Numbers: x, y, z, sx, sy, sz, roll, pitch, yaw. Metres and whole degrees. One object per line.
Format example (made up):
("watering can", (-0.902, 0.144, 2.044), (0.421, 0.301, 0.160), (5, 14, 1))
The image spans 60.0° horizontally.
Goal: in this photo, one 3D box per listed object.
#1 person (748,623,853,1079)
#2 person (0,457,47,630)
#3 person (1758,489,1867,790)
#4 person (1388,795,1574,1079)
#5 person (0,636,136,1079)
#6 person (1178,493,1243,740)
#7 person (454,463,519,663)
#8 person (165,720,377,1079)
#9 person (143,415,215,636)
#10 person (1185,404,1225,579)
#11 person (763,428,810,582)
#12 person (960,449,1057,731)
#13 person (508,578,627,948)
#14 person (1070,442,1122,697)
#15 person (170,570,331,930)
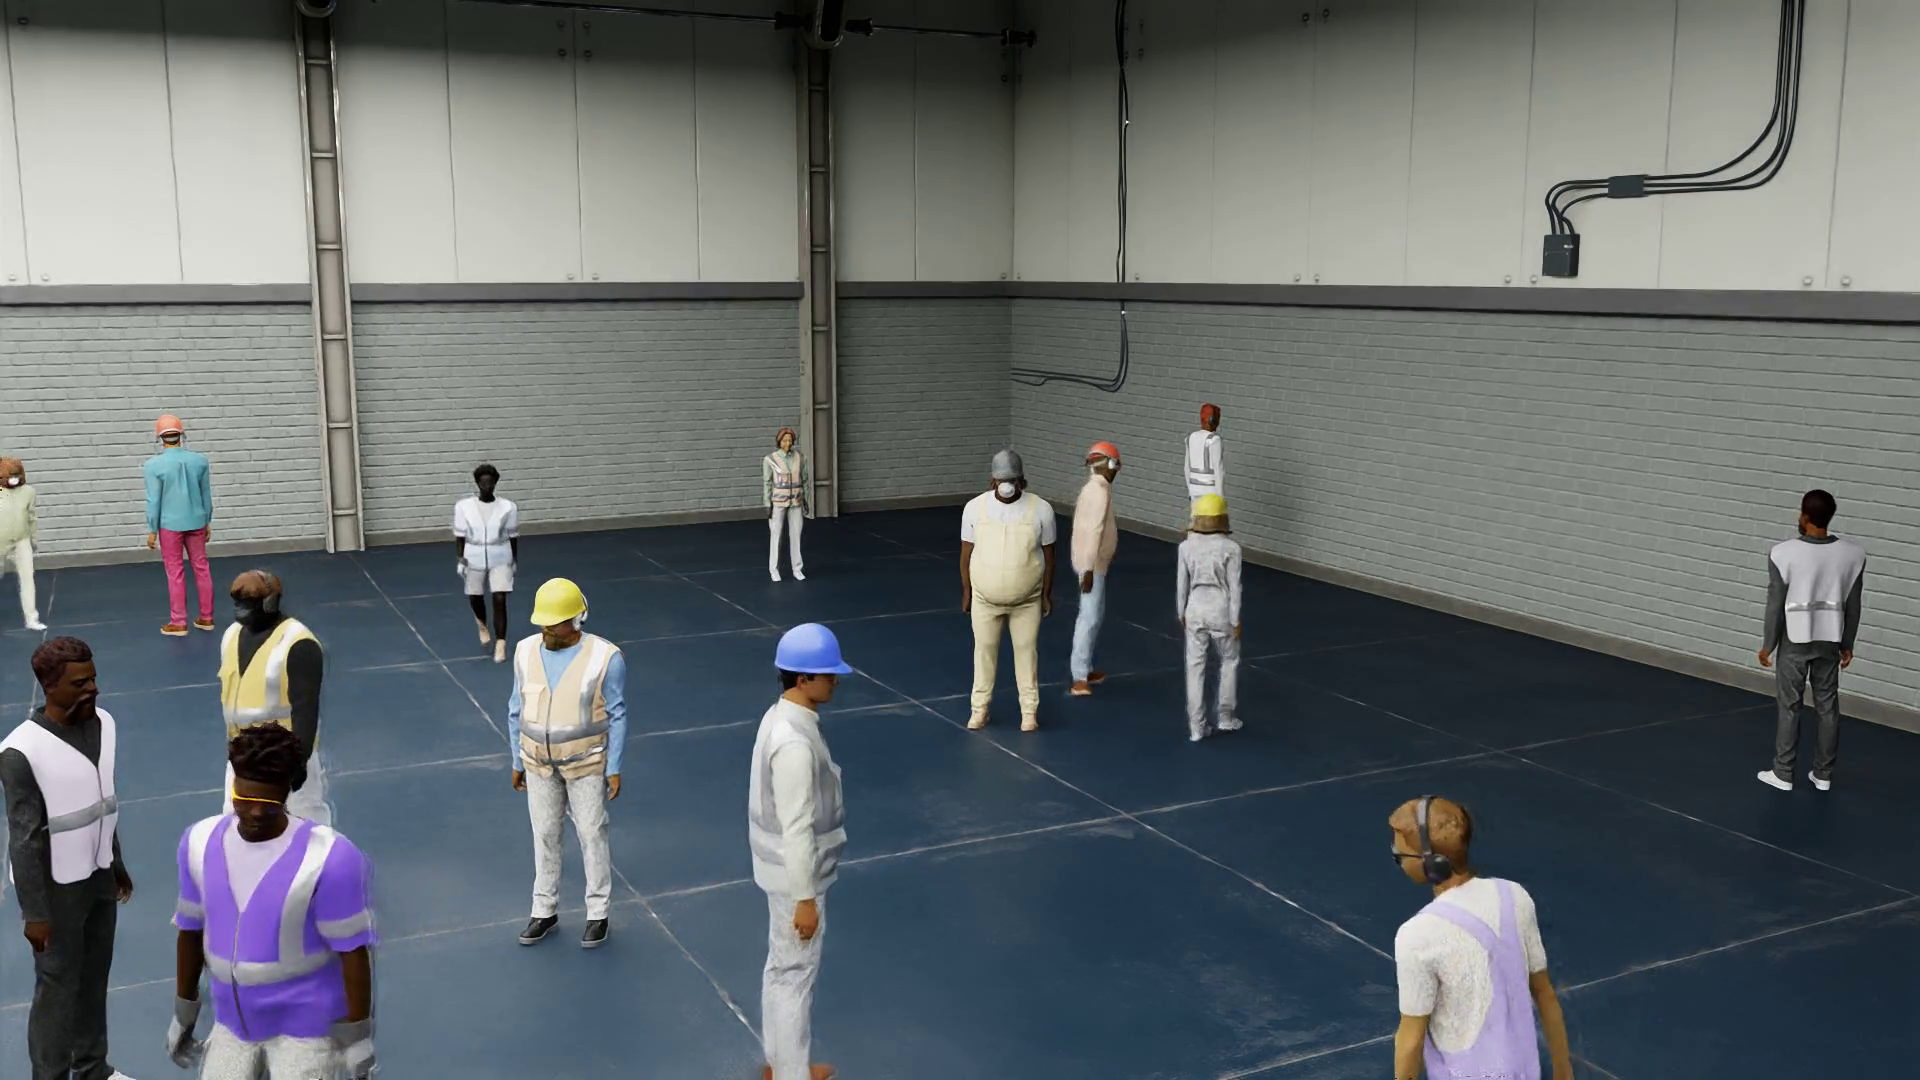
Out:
("person", (-0.610, 1.277, 6.455), (0.409, 1.943, 0.615), (-2, 9, -9))
("person", (-8.768, 0.017, 15.295), (0.851, 1.593, 0.528), (7, 11, 36))
("person", (5.354, 0.635, 10.484), (0.593, 1.922, 0.391), (0, 9, 1))
("person", (1.498, 1.613, 4.905), (0.583, 1.771, 0.953), (-7, 12, -37))
("person", (-3.412, 1.304, 6.371), (0.371, 1.916, 0.597), (1, 9, 4))
("person", (1.795, 0.524, 11.743), (0.517, 1.719, 0.632), (6, 11, 31))
("person", (-4.005, 0.161, 14.133), (0.530, 1.677, 0.713), (-2, 9, -11))
("person", (-2.167, 1.496, 5.202), (0.721, 1.932, 0.456), (2, 10, 14))
("person", (-7.048, -0.134, 15.006), (0.391, 1.991, 0.612), (6, 11, 35))
("person", (2.602, -0.496, 17.558), (0.355, 1.887, 0.574), (-5, 11, -30))
("person", (-1.834, -0.372, 17.580), (0.511, 1.630, 0.313), (-5, 11, -29))
("person", (0.331, 0.355, 11.839), (0.690, 2.000, 0.538), (1, 9, 7))
("person", (-1.915, 1.075, 8.076), (0.588, 1.822, 0.403), (1, 9, 9))
("person", (1.049, 0.226, 12.952), (0.441, 1.946, 0.791), (0, 9, 2))
("person", (-3.488, 1.061, 8.204), (0.654, 1.802, 0.901), (4, 10, 25))
